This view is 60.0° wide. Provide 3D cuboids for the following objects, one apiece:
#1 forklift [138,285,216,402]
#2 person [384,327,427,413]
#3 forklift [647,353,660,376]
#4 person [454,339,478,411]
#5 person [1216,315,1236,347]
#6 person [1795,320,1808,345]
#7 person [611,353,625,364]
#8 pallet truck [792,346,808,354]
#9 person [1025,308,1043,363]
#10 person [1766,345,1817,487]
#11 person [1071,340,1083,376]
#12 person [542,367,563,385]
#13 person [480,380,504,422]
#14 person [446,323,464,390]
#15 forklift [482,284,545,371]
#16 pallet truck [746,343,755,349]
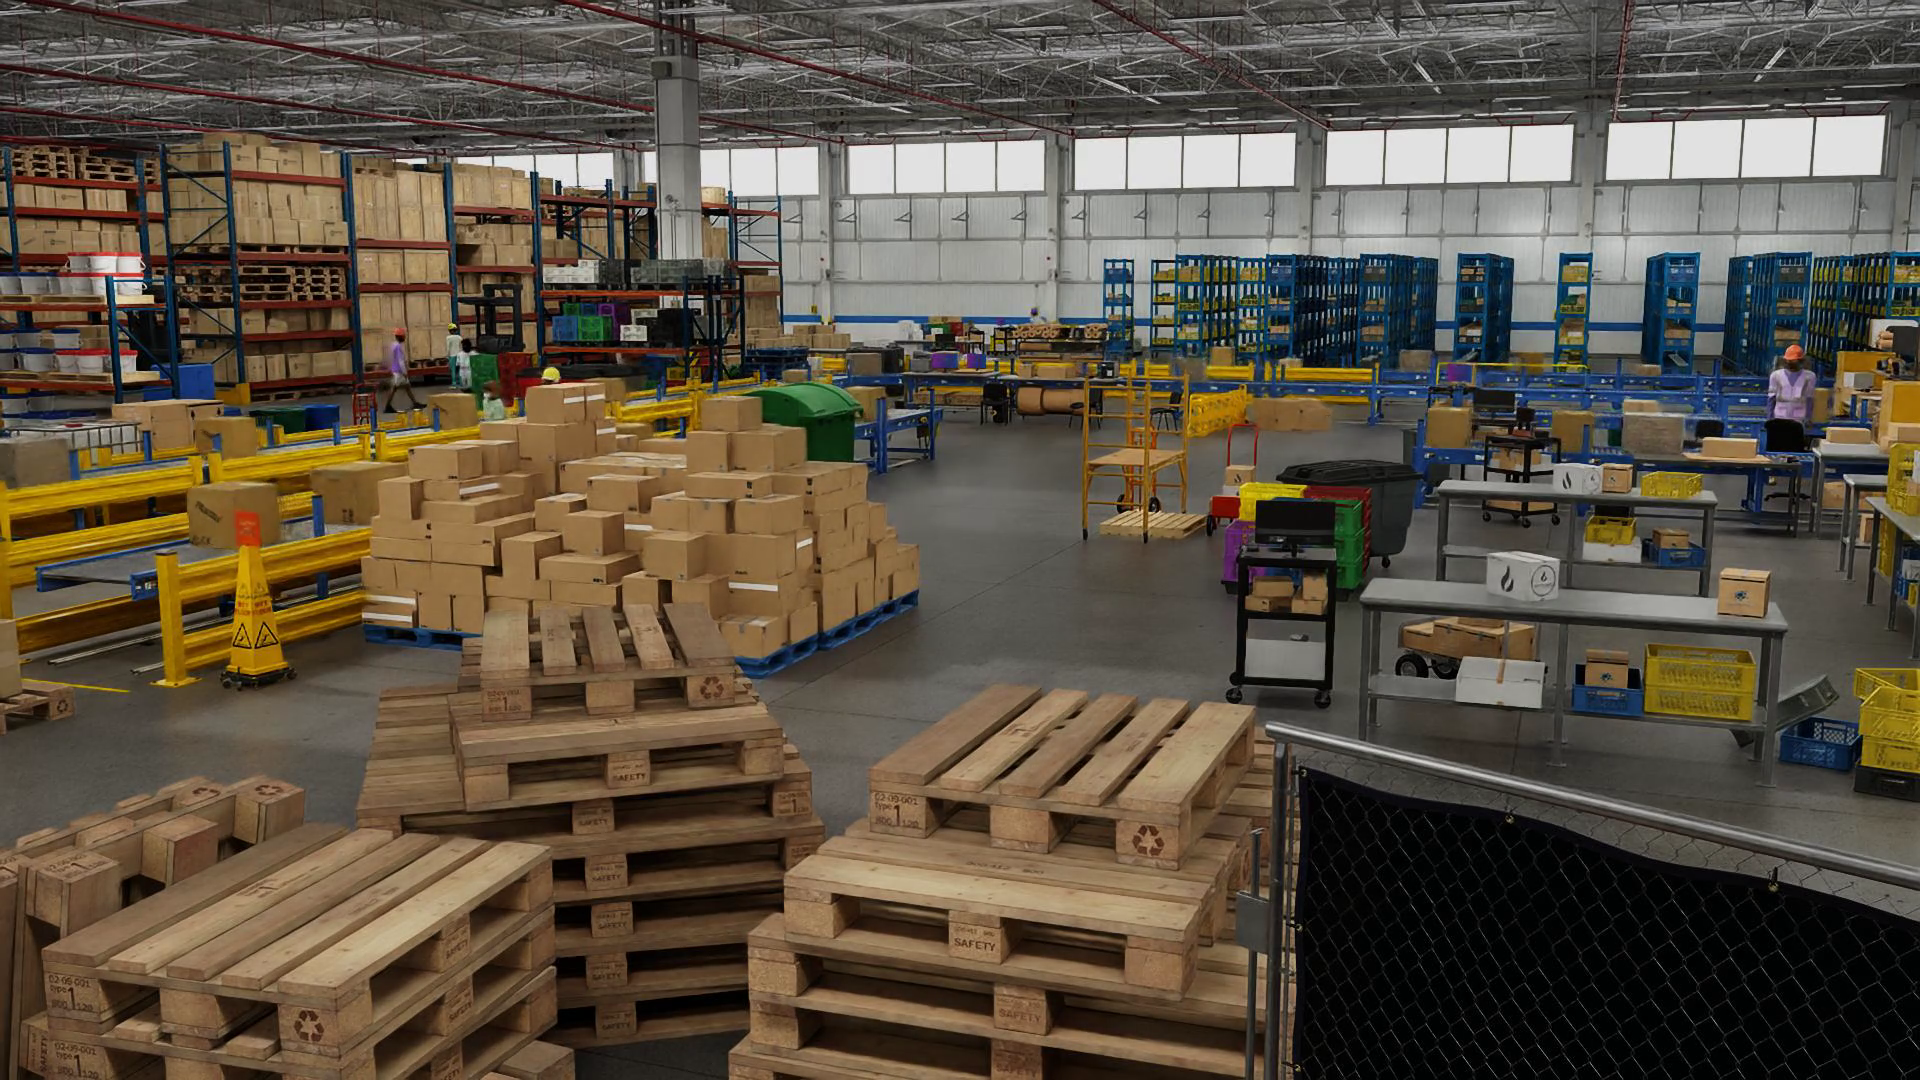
[{"bbox_3d":[-17.480,-4.200,36.461,1.873,2.768,1.129,3,10,19],"label":"forklift"},{"bbox_3d":[-12.235,-3.722,36.570,0.993,1.881,0.574,-3,10,-18],"label":"person"},{"bbox_3d":[-7.977,-5.992,47.711,1.873,2.768,1.129,3,10,20],"label":"forklift"},{"bbox_3d":[-10.725,-3.545,36.166,0.538,1.645,0.884,3,9,17],"label":"person"},{"bbox_3d":[8.709,-6.507,54.393,0.618,1.792,0.876,0,9,2],"label":"person"},{"bbox_3d":[24.352,-5.561,48.253,0.390,1.844,0.563,3,10,21],"label":"person"},{"bbox_3d":[-10.748,-6.273,52.317,0.625,1.975,0.718,4,10,22],"label":"person"},{"bbox_3d":[-3.705,-4.298,42.022,0.653,1.274,1.630,3,10,20],"label":"pallet truck"},{"bbox_3d":[2.548,-7.046,57.441,1.006,1.885,0.607,8,12,42],"label":"person"},{"bbox_3d":[11.921,-1.778,23.880,0.611,2.040,0.393,5,10,27],"label":"person"},{"bbox_3d":[2.609,-3.888,38.102,0.848,1.726,0.550,1,9,9],"label":"person"},{"bbox_3d":[-5.416,-1.404,22.236,0.629,1.812,0.492,4,10,24],"label":"person"},{"bbox_3d":[-6.527,-1.434,23.123,0.561,1.579,0.827,8,12,41],"label":"person"},{"bbox_3d":[-13.454,-4.879,44.246,0.355,1.755,0.518,6,11,33],"label":"person"},{"bbox_3d":[-10.832,-4.702,39.610,1.129,2.768,1.873,3,10,20],"label":"forklift"},{"bbox_3d":[-6.183,-4.618,44.264,1.601,1.201,0.680,-9,12,-43],"label":"pallet truck"}]
